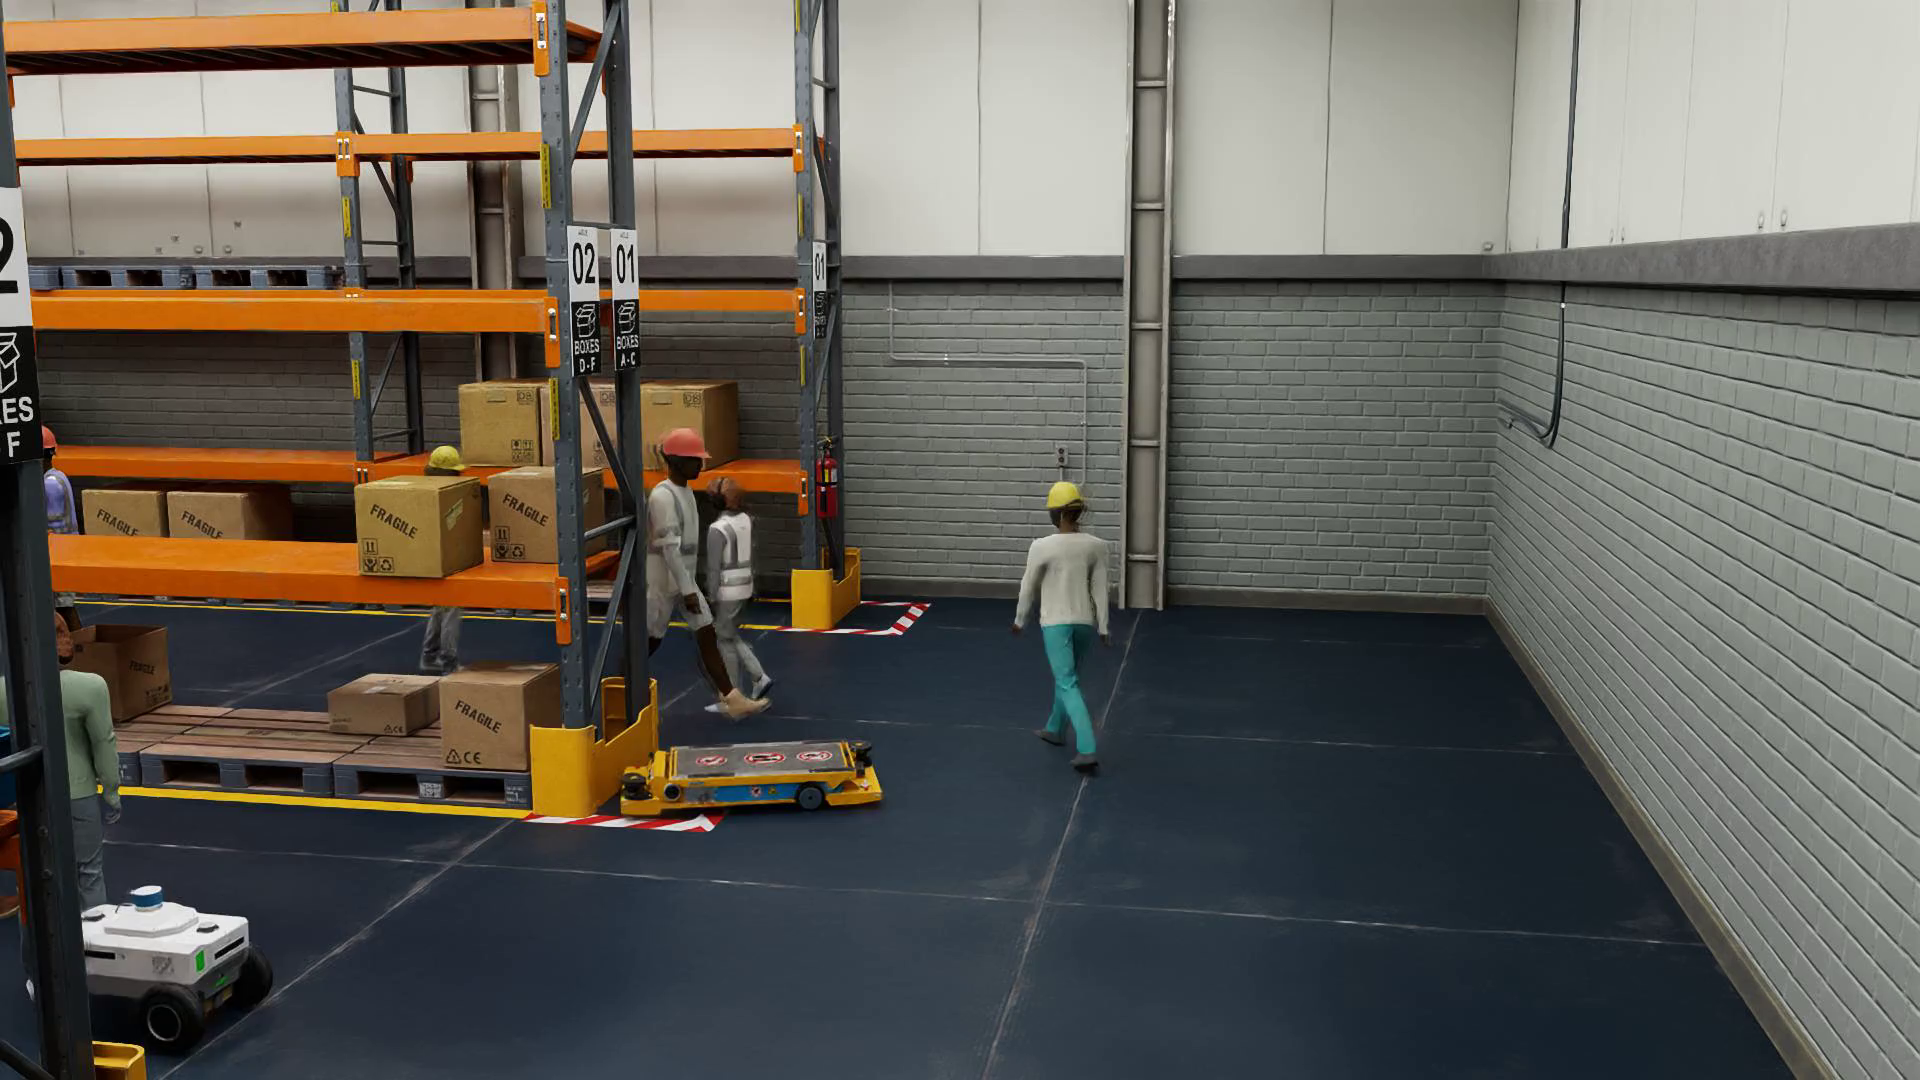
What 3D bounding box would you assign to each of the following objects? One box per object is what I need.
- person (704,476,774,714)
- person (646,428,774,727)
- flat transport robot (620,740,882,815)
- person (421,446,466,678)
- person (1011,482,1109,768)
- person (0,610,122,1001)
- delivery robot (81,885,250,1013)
[{"bbox_3d":[-1.546,0.379,11.207,0.389,1.625,0.534,3,10,17],"label":"person"},{"bbox_3d":[-1.797,0.266,10.817,1.065,1.983,0.628,2,9,11],"label":"person"},{"bbox_3d":[-1.190,1.337,9.461,1.431,0.197,0.652,-1,9,-9],"label":"flat transport robot"},{"bbox_3d":[-3.815,0.152,12.299,0.333,1.724,0.528,-7,11,-36],"label":"person"},{"bbox_3d":[0.657,0.506,10.160,0.519,1.720,0.885,-6,11,-32],"label":"person"},{"bbox_3d":[-3.738,1.077,6.861,0.507,1.631,0.277,-3,10,-20],"label":"person"},{"bbox_3d":[-3.199,1.613,6.582,0.707,0.478,0.477,2,9,13],"label":"delivery robot"}]
